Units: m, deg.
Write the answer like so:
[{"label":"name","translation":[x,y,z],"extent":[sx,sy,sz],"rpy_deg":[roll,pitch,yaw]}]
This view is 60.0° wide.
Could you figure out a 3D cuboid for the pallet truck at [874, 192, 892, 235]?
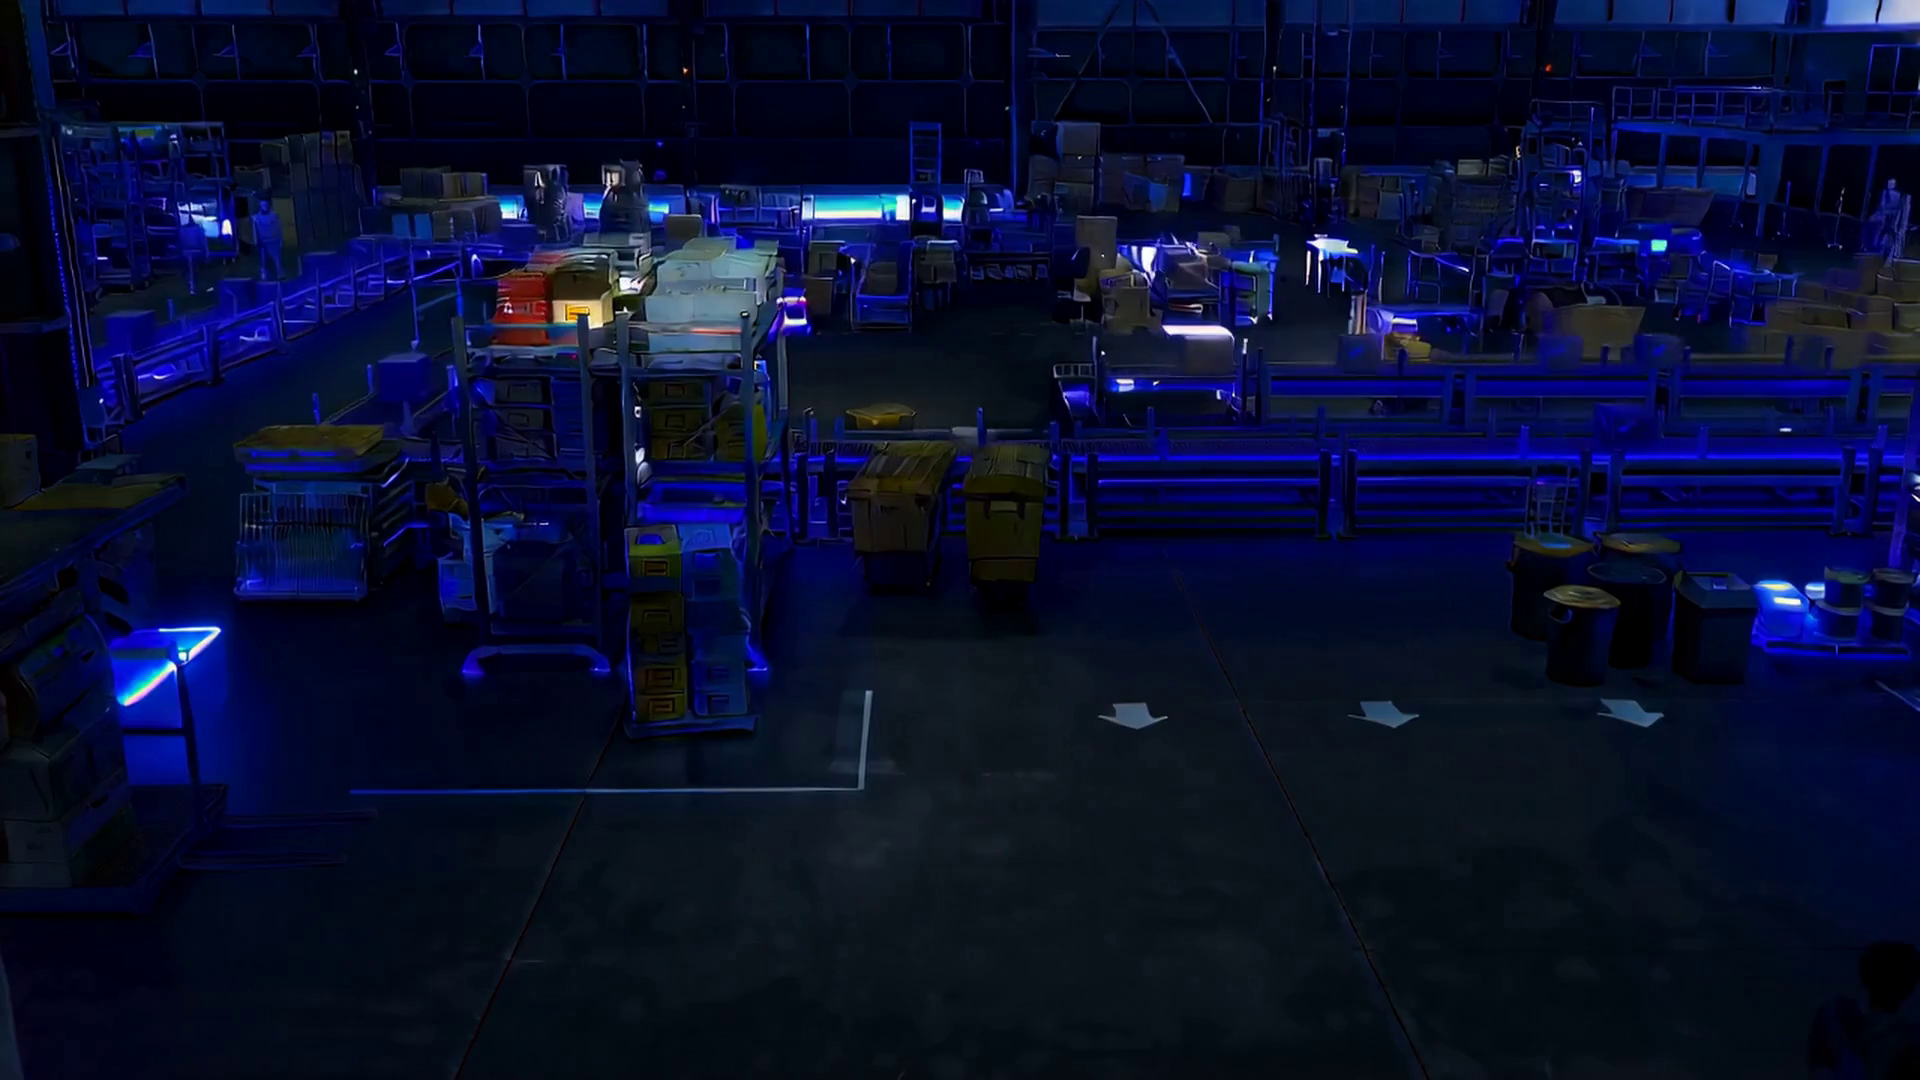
[{"label":"pallet truck","translation":[-2.277,-9.986,50.594],"extent":[0.653,1.274,1.630],"rpy_deg":[0,16,-1]}]

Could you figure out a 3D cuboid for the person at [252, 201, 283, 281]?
[{"label":"person","translation":[-16.391,-7.070,39.383],"extent":[0.654,1.906,0.408],"rpy_deg":[-3,16,-11]}]

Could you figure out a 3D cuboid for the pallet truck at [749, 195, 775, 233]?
[{"label":"pallet truck","translation":[-6.051,-9.967,50.660],"extent":[0.680,1.201,1.601],"rpy_deg":[0,16,-1]}]

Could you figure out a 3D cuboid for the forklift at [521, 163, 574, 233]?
[{"label":"forklift","translation":[-12.233,-10.122,49.298],"extent":[1.157,1.987,2.680],"rpy_deg":[0,16,-1]}]

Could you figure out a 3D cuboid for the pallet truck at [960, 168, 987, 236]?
[{"label":"pallet truck","translation":[0.383,-10.230,50.206],"extent":[0.823,1.965,1.885],"rpy_deg":[-1,16,-3]}]

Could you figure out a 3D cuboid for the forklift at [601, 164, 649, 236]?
[{"label":"forklift","translation":[-9.948,-10.127,49.296],"extent":[1.157,1.987,2.680],"rpy_deg":[-1,16,-3]}]

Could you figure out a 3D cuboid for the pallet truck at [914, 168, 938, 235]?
[{"label":"pallet truck","translation":[-0.989,-10.316,50.507],"extent":[0.823,1.965,1.885],"rpy_deg":[1,16,3]}]

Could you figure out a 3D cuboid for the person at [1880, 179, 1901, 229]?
[{"label":"person","translation":[26.203,-9.246,47.020],"extent":[0.596,1.861,0.678],"rpy_deg":[0,16,-1]}]

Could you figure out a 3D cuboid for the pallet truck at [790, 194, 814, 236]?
[{"label":"pallet truck","translation":[-4.814,-9.883,50.259],"extent":[0.704,1.261,1.522],"rpy_deg":[-1,16,-3]}]

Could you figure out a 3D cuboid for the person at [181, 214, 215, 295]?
[{"label":"person","translation":[-17.113,-6.385,37.230],"extent":[0.596,1.793,0.951],"rpy_deg":[0,16,0]}]

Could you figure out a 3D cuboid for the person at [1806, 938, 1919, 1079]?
[{"label":"person","translation":[3.653,2.425,6.784],"extent":[0.630,1.678,0.536],"rpy_deg":[-10,19,-30]}]

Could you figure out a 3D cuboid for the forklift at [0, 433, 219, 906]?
[{"label":"forklift","translation":[-5.952,0.780,10.366],"extent":[1.873,2.768,1.129],"rpy_deg":[0,16,-1]}]

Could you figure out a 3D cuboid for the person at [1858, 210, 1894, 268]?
[{"label":"person","translation":[19.729,-6.111,35.892],"extent":[0.619,2.013,0.952],"rpy_deg":[10,19,30]}]

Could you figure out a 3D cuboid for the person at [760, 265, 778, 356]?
[{"label":"person","translation":[-3.396,-4.132,29.473],"extent":[0.526,1.740,0.769],"rpy_deg":[-9,18,-28]}]
